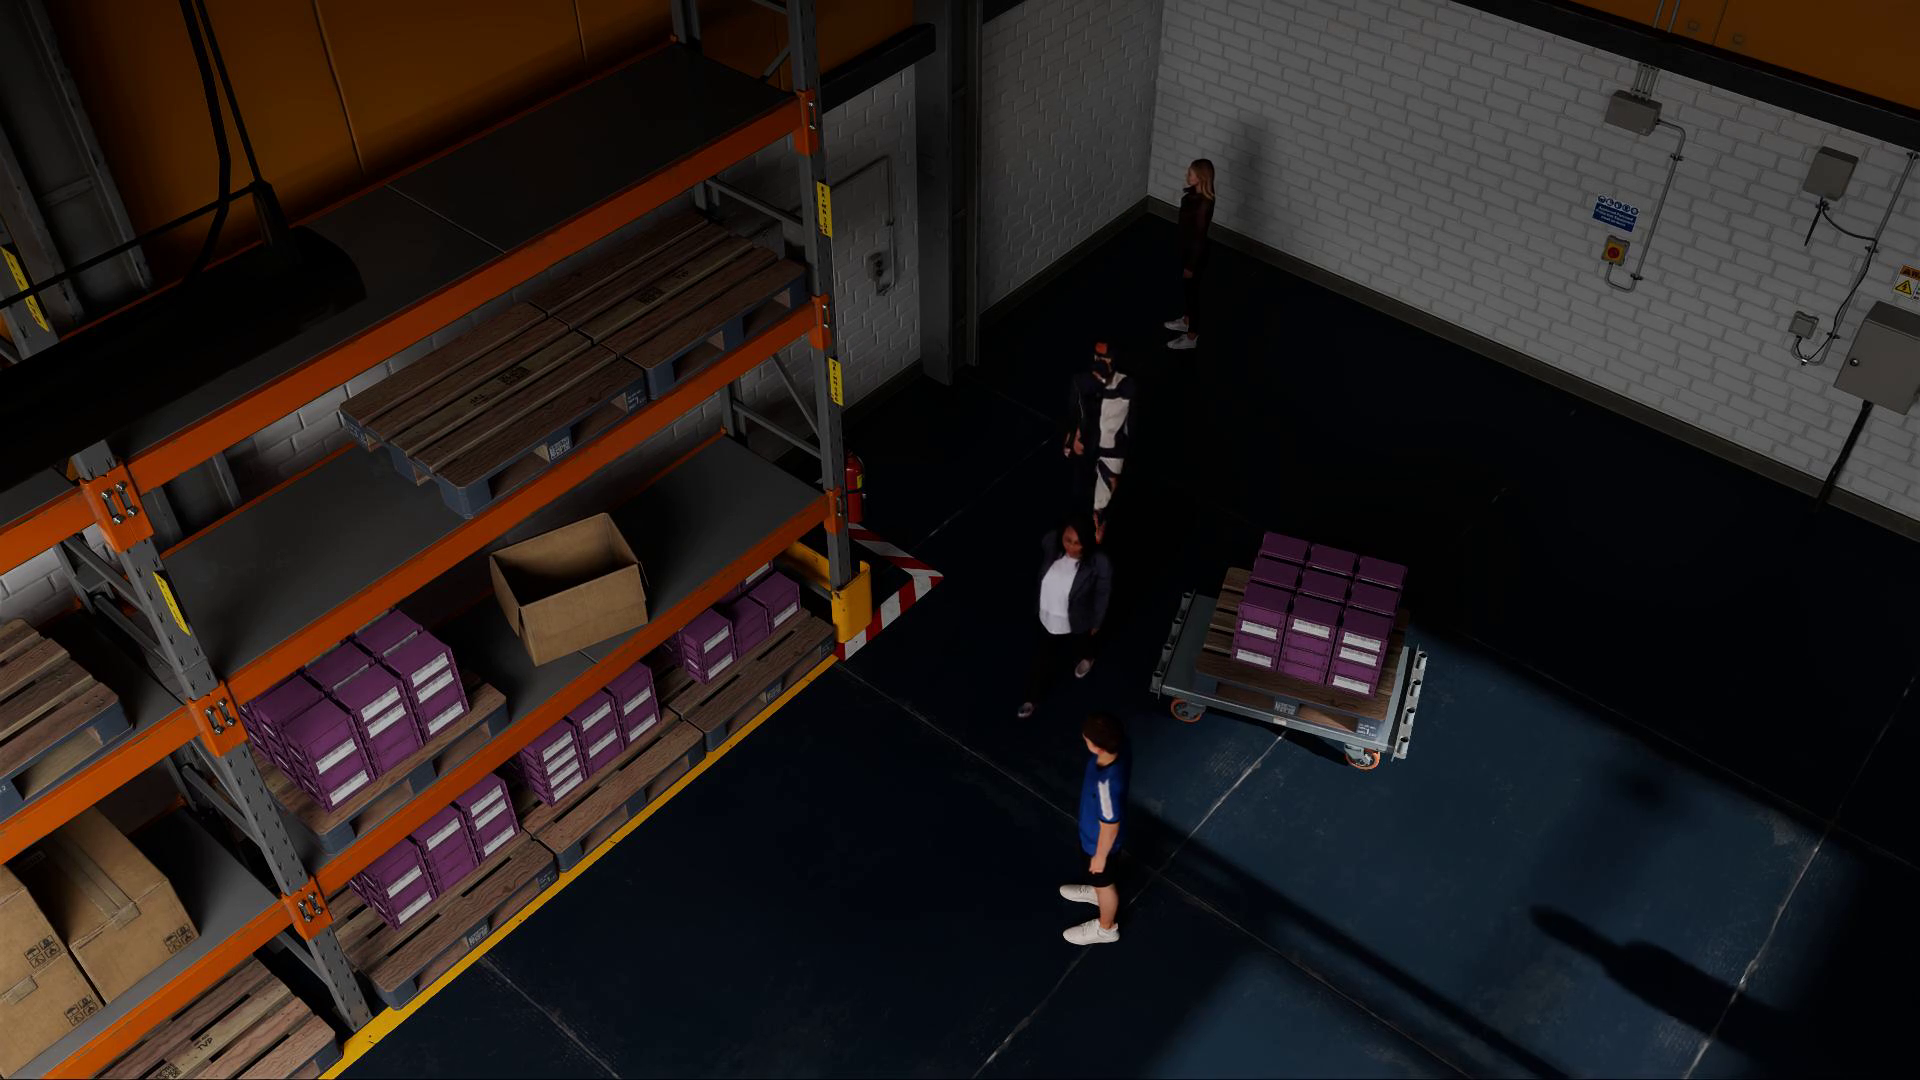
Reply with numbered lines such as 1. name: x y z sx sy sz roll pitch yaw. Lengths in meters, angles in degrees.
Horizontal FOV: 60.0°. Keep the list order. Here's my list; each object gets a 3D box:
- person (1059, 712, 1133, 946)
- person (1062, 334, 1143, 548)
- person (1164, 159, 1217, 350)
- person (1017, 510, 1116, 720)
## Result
1. person: 0.798 1.577 9.183 0.802 1.866 0.718 2 44 2
2. person: 0.992 -0.701 11.571 0.987 1.869 1.164 8 44 8
3. person: 1.887 -2.309 13.378 0.735 1.705 0.644 1 44 2
4. person: 0.747 0.402 10.646 0.799 1.549 1.122 21 48 21
